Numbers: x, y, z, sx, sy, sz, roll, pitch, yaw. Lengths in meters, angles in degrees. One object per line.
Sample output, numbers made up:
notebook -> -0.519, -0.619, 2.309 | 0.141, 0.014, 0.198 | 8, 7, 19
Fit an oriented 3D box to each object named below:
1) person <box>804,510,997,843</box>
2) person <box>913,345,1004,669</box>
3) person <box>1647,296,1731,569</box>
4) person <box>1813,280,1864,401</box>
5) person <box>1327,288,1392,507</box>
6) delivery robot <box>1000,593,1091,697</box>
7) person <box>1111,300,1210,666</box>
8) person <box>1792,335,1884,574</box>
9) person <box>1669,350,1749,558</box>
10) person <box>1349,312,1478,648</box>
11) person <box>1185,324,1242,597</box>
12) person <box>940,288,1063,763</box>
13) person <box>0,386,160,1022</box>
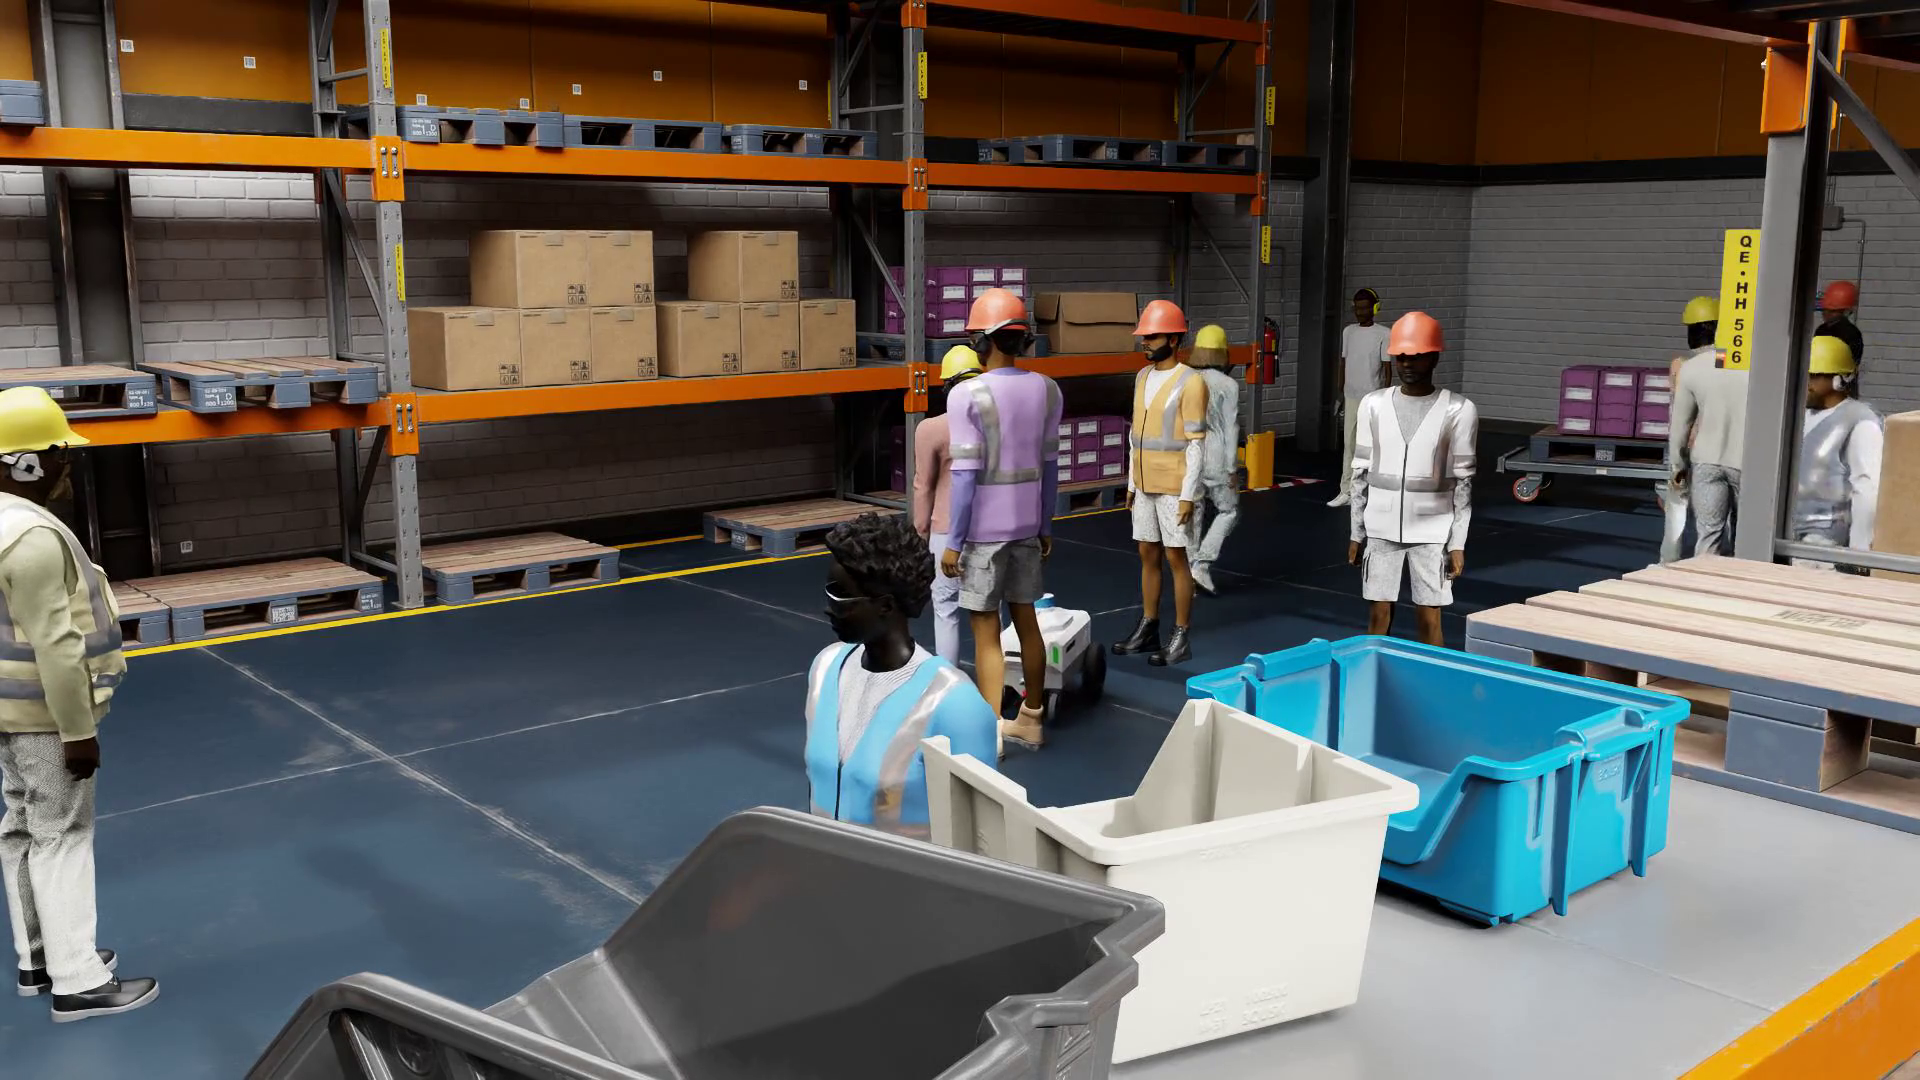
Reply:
person -> -0.147, 0.775, 3.500 | 0.318, 1.698, 0.539 | -10, 14, -43
person -> 0.017, -0.044, 7.937 | 0.518, 1.756, 0.348 | -5, 11, -25
person -> 4.888, -0.635, 10.855 | 0.604, 1.902, 0.833 | -3, 11, -16
person -> 6.733, -1.028, 12.886 | 0.537, 1.954, 0.651 | -1, 10, -5
person -> 3.379, -1.182, 14.013 | 0.508, 1.864, 0.329 | 9, 14, 43
delivery robot -> 0.397, 0.500, 7.989 | 0.477, 0.478, 0.707 | 3, 11, 17
person -> 1.067, -0.300, 8.861 | 0.358, 1.938, 0.542 | -7, 12, -33
person -> 3.958, -0.065, 7.931 | 0.779, 1.803, 0.600 | 0, 10, -3
person -> 4.464, -0.425, 9.643 | 0.661, 1.901, 0.928 | 5, 11, 27
person -> 1.994, -0.039, 7.400 | 0.545, 1.938, 0.359 | 5, 11, 27
person -> 1.562, -0.487, 10.472 | 0.504, 1.727, 0.354 | 9, 14, 42
person -> 0.158, -0.059, 7.215 | 0.616, 2.041, 0.377 | -9, 13, -40
person -> -2.637, 0.474, 4.819 | 0.590, 1.833, 0.404 | 10, 14, 43
